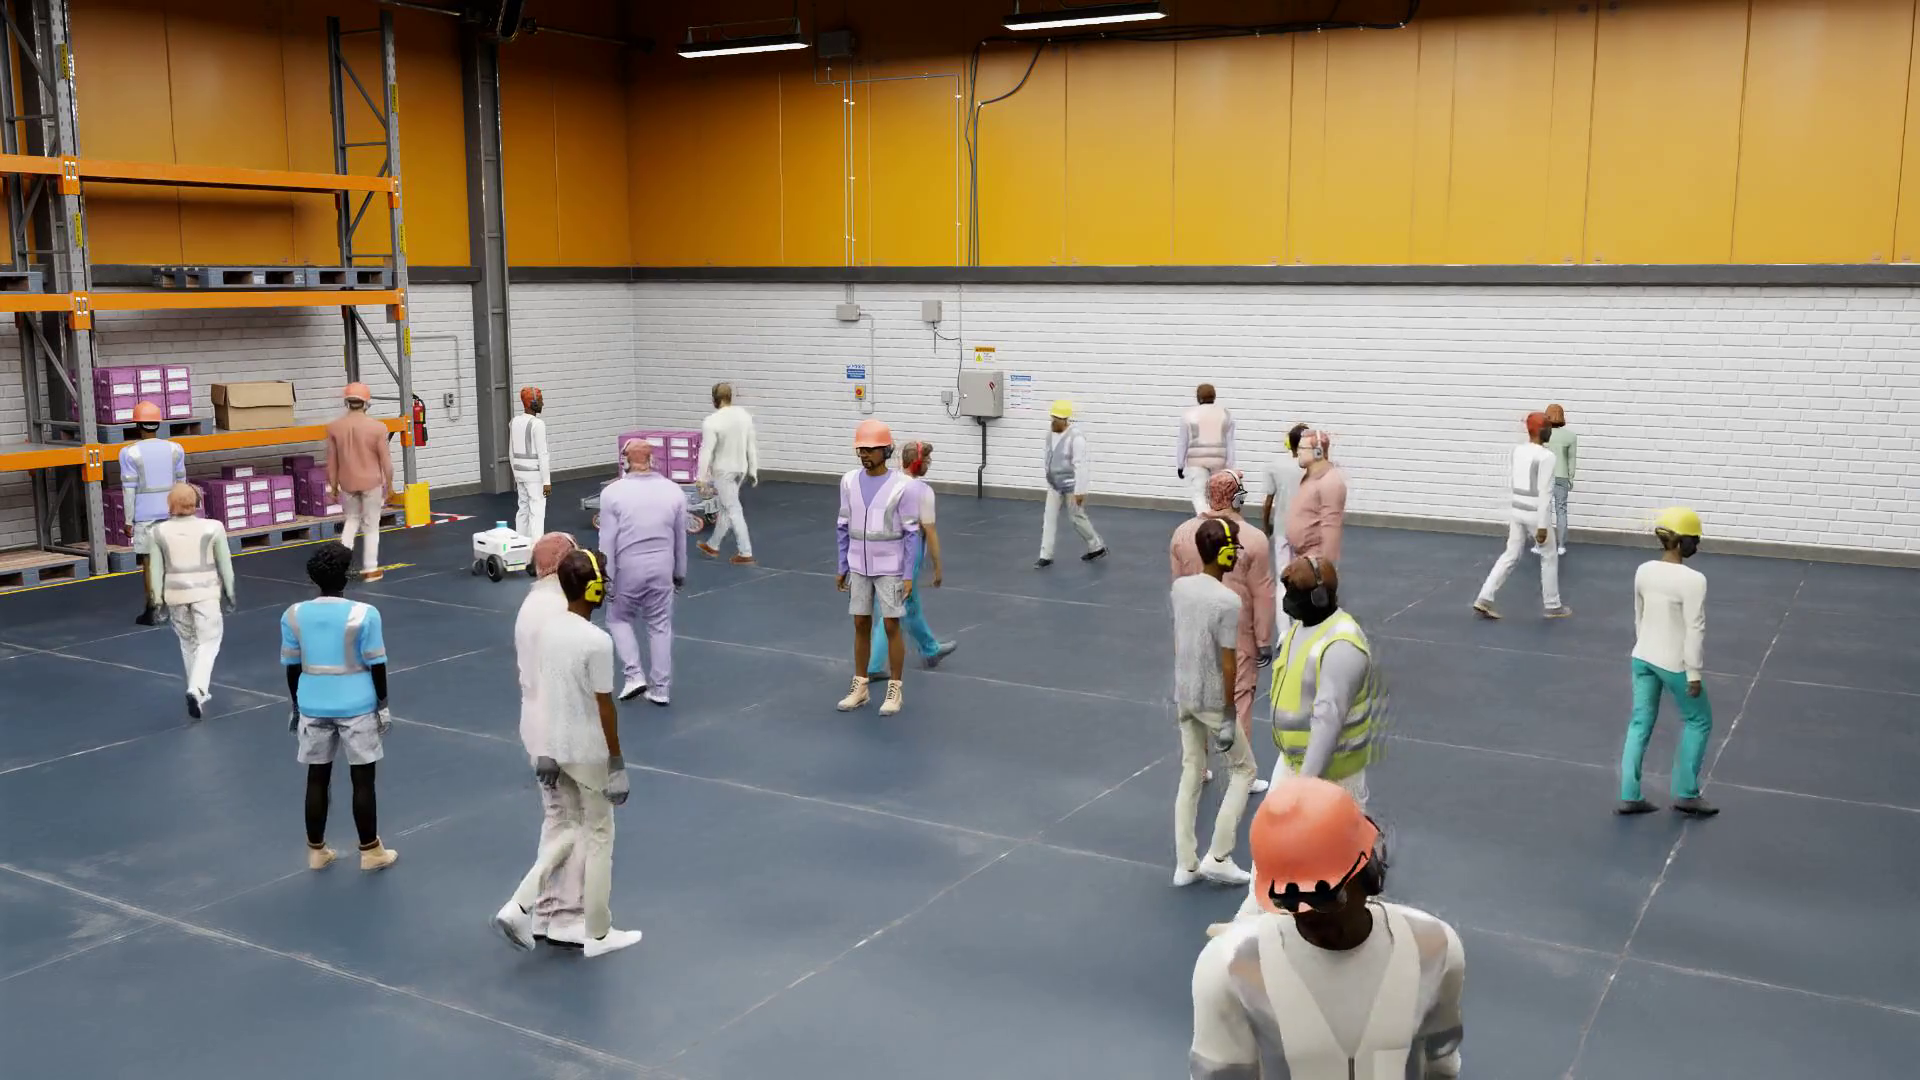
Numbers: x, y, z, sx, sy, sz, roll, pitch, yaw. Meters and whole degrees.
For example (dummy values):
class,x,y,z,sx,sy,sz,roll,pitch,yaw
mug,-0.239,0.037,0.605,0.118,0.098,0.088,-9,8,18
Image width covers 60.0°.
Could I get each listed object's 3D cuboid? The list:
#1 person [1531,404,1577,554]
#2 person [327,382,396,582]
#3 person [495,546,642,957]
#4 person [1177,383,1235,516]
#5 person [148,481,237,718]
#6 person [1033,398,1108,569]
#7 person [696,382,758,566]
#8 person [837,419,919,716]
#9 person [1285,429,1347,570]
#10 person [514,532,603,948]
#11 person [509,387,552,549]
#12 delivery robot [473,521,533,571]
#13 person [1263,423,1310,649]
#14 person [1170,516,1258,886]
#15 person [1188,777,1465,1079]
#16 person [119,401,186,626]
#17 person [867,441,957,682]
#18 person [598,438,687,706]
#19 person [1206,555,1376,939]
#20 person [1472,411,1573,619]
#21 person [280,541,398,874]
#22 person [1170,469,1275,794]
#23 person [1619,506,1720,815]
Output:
class,x,y,z,sx,sy,sz,roll,pitch,yaw
person,6.385,-0.654,17.965,0.500,1.634,0.286,2,9,10
person,-5.870,-0.559,16.298,0.611,1.978,0.468,1,9,4
person,-1.700,0.957,7.265,0.518,1.852,0.566,9,12,43
person,2.772,-0.853,18.660,0.636,1.814,0.804,-1,9,-6
person,-5.282,0.405,11.429,0.520,1.615,0.746,-1,9,-8
person,1.142,-0.599,17.215,0.870,1.779,0.628,-7,12,-38
person,-2.515,-0.692,17.382,0.975,1.892,0.655,6,11,35
person,-0.584,0.189,11.431,0.605,2.045,0.381,4,10,24
person,2.650,0.126,12.279,0.518,1.897,0.657,-1,9,-7
person,-1.809,0.900,7.579,0.427,1.858,0.734,-4,10,-23
person,-4.376,-0.625,17.006,0.583,1.882,0.337,8,12,42
delivery robot,-4.570,0.053,16.620,0.477,0.478,0.707,-8,12,-41
person,2.718,-0.041,13.571,0.520,1.828,0.974,2,9,10
person,1.251,0.802,8.225,0.495,1.854,0.512,-7,11,-36
person,0.804,1.456,3.669,0.634,1.993,0.553,-1,9,-4
person,-6.961,-0.229,14.369,0.359,1.938,0.547,8,12,39
person,-0.364,0.152,12.466,0.997,1.783,0.588,-8,12,-41
person,-2.228,0.228,11.673,0.674,1.885,0.460,-6,11,-33
person,1.484,0.971,7.274,0.837,1.803,0.648,-2,9,-10
person,4.939,-0.208,14.543,0.956,1.848,0.586,-3,10,-18
person,-3.146,0.849,8.396,0.565,1.697,0.317,1,9,6
person,1.544,0.536,9.693,0.643,1.909,0.410,7,11,37
person,4.003,0.684,9.262,0.661,1.746,0.562,-3,10,-19
